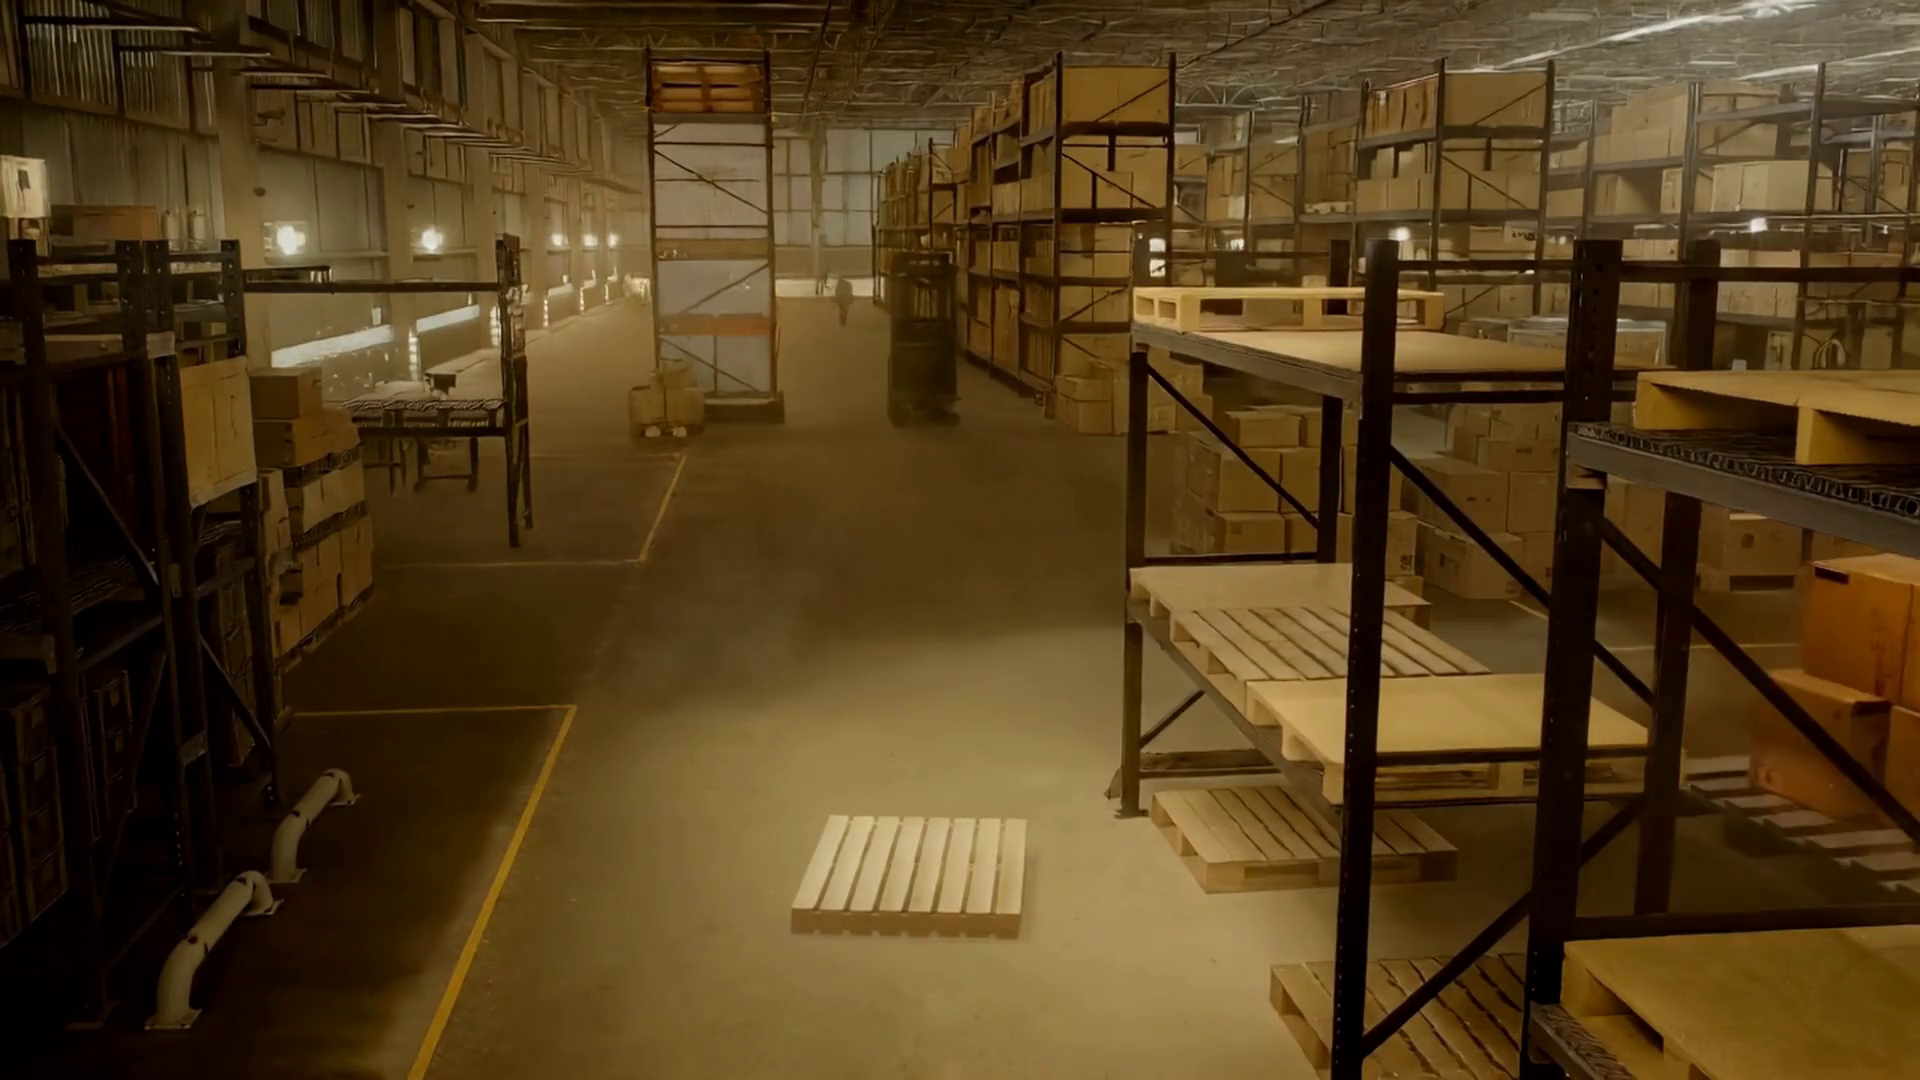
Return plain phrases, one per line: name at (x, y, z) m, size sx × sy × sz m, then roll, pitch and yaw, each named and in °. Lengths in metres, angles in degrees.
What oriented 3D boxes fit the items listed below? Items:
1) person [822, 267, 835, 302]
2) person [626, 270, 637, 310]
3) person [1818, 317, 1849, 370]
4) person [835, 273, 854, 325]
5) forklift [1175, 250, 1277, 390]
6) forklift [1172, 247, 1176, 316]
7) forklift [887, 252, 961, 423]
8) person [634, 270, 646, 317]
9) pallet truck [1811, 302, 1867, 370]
person at (-6.381, -12.628, 82.160) m, size 0.900 × 1.710 × 0.562 m, roll -1°, pitch 10°, yaw -5°
person at (-14.196, -10.801, 71.966) m, size 0.483 × 1.735 × 0.340 m, roll -7°, pitch 12°, yaw -34°
person at (12.774, -2.311, 24.437) m, size 0.385 × 1.911 × 0.592 m, roll 6°, pitch 12°, yaw 31°
person at (-4.128, -8.621, 59.540) m, size 0.645 × 1.860 × 0.977 m, roll -3°, pitch 11°, yaw -14°
forklift at (5.350, -4.428, 33.470) m, size 1.873 × 2.768 × 1.129 m, roll -1°, pitch 10°, yaw -6°
forklift at (5.784, -7.012, 47.789) m, size 1.873 × 2.768 × 1.129 m, roll -1°, pitch 10°, yaw -7°
forklift at (-0.649, -3.449, 28.043) m, size 1.129 × 2.768 × 1.873 m, roll -1°, pitch 10°, yaw -6°
person at (-12.718, -9.810, 66.148) m, size 0.567 × 1.849 × 0.389 m, roll 6°, pitch 12°, yaw 32°
pallet truck at (15.846, -3.142, 28.793) m, size 1.885 × 1.965 × 0.823 m, roll 2°, pitch 10°, yaw 12°
